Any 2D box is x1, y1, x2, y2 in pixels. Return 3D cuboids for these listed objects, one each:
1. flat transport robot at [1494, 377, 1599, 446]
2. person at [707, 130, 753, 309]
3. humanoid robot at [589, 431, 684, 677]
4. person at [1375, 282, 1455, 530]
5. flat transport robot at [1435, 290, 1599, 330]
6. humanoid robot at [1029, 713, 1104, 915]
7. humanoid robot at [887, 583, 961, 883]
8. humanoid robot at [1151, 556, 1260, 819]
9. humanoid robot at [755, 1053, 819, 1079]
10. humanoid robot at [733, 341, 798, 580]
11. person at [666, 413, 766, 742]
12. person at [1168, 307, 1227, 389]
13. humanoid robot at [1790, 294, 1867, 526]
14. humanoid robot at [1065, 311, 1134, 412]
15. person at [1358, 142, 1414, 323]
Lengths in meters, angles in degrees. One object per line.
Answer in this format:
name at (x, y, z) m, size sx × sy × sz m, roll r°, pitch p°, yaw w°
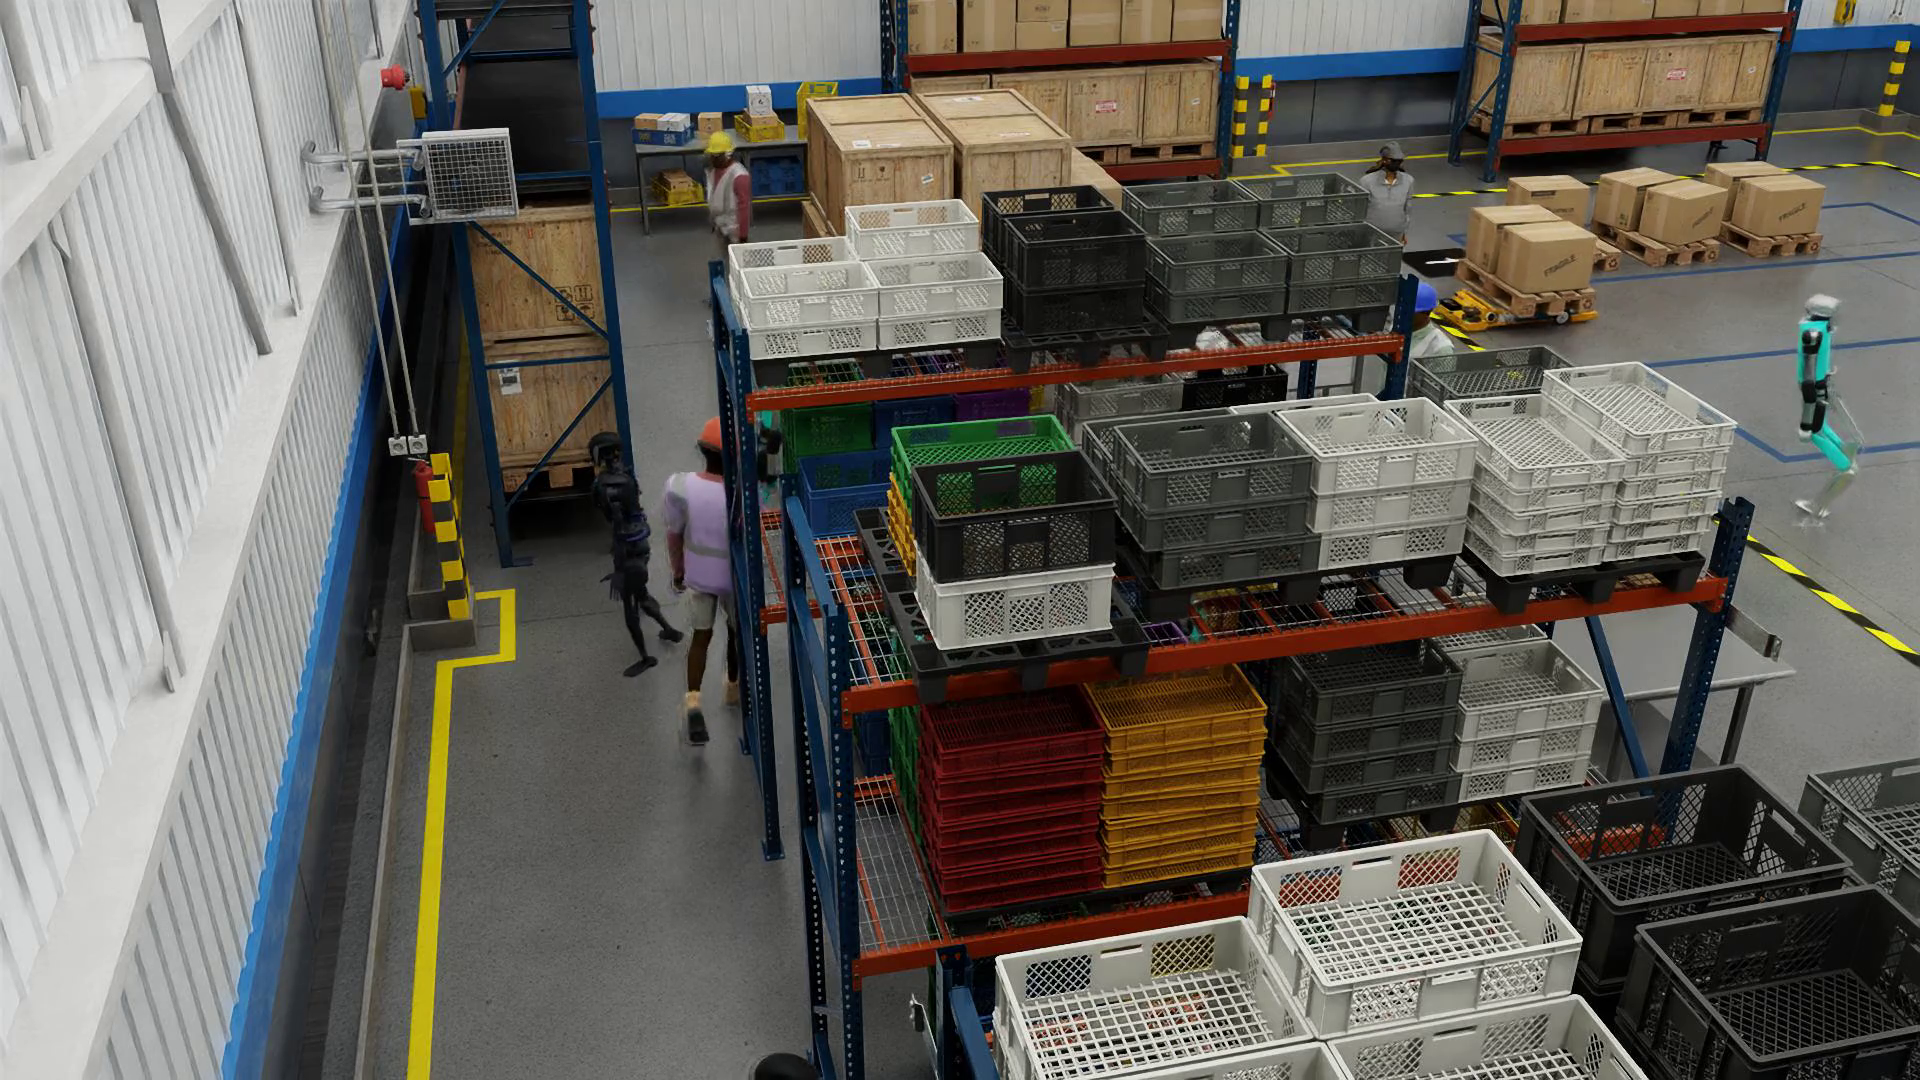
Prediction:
flat transport robot at (4.780, -1.036, 14.013) m, size 0.659 × 0.231 × 1.431 m, roll -6°, pitch 28°, yaw -12°
person at (-2.247, -3.085, 16.228) m, size 0.403 × 1.829 × 0.594 m, roll -22°, pitch 35°, yaw -35°
humanoid robot at (-2.027, 0.064, 10.421) m, size 0.453 × 1.647 × 0.600 m, roll -4°, pitch 28°, yaw -7°
person at (3.247, -0.939, 12.040) m, size 0.415 × 1.939 × 0.606 m, roll -14°, pitch 31°, yaw -25°
flat transport robot at (5.503, -2.325, 16.428) m, size 1.431 × 0.197 × 0.652 m, roll -6°, pitch 28°, yaw -12°
humanoid robot at (0.538, 1.370, 7.948) m, size 0.752 × 1.841 × 0.540 m, roll 2°, pitch 28°, yaw 5°
humanoid robot at (-0.037, 1.065, 8.535) m, size 0.650 × 1.880 × 0.543 m, roll -4°, pitch 28°, yaw -7°
humanoid robot at (1.361, 0.860, 8.875) m, size 0.833 × 1.797 × 0.554 m, roll -4°, pitch 28°, yaw -7°
humanoid robot at (-0.521, 2.465, 5.854) m, size 0.501 × 1.646 × 0.596 m, roll 2°, pitch 28°, yaw 5°
humanoid robot at (-1.476, -0.506, 11.509) m, size 0.782 × 1.850 × 0.540 m, roll -3°, pitch 28°, yaw -5°
person at (-1.426, 0.225, 9.756) m, size 0.621 × 2.006 × 0.833 m, roll 3°, pitch 28°, yaw 5°
person at (1.693, -0.962, 12.150) m, size 0.632 × 1.862 × 0.591 m, roll -16°, pitch 32°, yaw -28°
humanoid robot at (6.408, -0.912, 12.187) m, size 0.781 × 1.747 × 0.586 m, roll 14°, pitch 31°, yaw 25°
humanoid robot at (1.096, -1.194, 12.809) m, size 0.611 × 1.631 × 0.446 m, roll 15°, pitch 31°, yaw 26°
person at (4.060, -2.967, 16.065) m, size 0.564 × 1.769 × 0.395 m, roll -3°, pitch 28°, yaw -6°
